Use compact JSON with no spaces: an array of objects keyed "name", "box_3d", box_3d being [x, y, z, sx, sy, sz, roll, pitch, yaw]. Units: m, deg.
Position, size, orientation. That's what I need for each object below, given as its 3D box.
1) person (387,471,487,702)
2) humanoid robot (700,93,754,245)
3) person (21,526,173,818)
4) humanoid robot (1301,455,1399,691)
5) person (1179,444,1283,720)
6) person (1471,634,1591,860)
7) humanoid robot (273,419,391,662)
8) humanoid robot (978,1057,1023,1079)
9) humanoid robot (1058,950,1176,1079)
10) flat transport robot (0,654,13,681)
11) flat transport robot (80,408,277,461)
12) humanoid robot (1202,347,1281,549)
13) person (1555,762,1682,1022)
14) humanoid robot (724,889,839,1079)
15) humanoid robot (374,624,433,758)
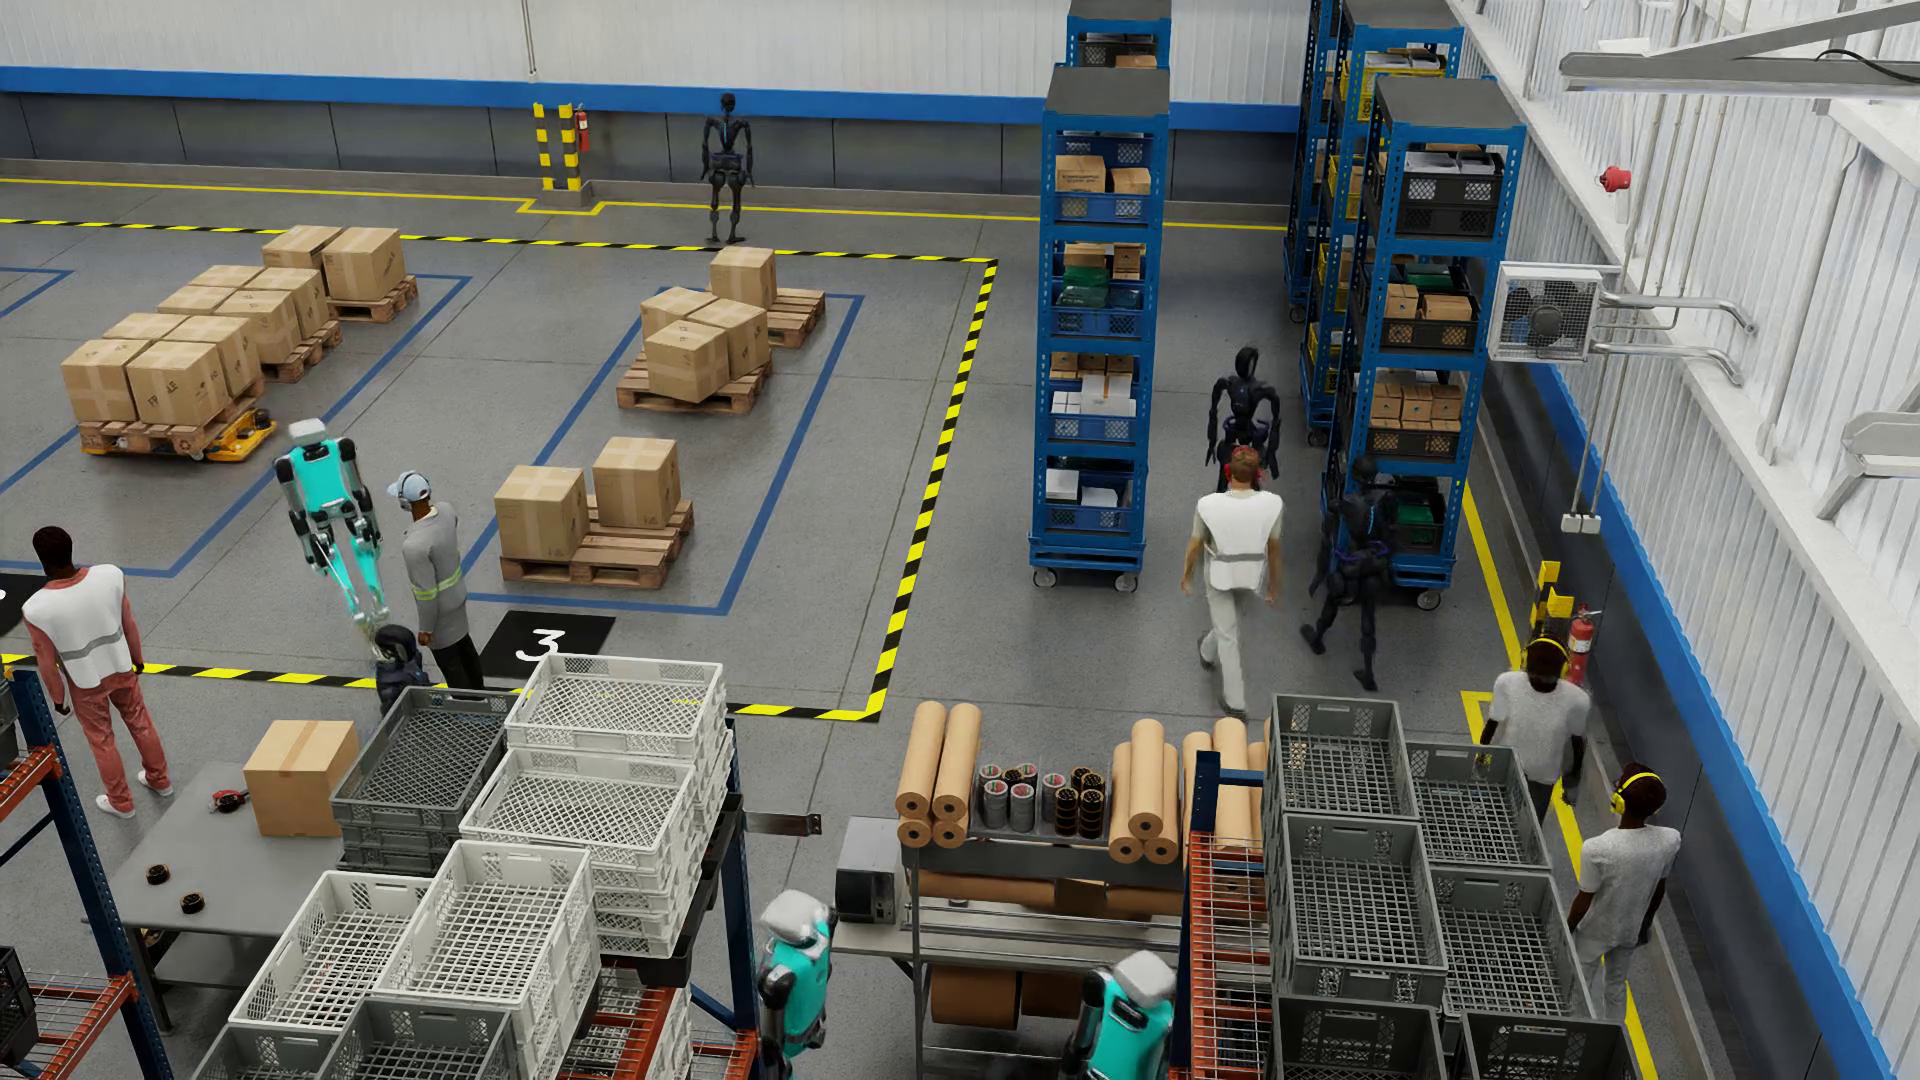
[{"name":"person","box_3d":[-3.287,0.393,10.425,0.390,1.849,0.594,3,30,5]},{"name":"humanoid robot","box_3d":[-2.574,-4.061,18.245,0.600,1.640,0.414,1,30,1]},{"name":"person","box_3d":[-5.036,0.776,9.717,0.394,1.911,0.579,22,37,33]},{"name":"humanoid robot","box_3d":[2.619,0.158,11.039,0.609,1.624,0.755,-9,31,-14]},{"name":"person","box_3d":[1.749,0.233,10.764,0.587,1.783,0.953,-6,31,-10]},{"name":"person","box_3d":[3.010,1.298,8.906,0.540,1.816,0.952,18,35,28]},{"name":"humanoid robot","box_3d":[-4.052,0.094,11.039,0.552,1.743,0.893,-22,37,-33]},{"name":"humanoid robot","box_3d":[0.157,2.714,6.619,0.593,1.654,0.547,12,32,20]},{"name":"humanoid robot","box_3d":[0.500,2.547,6.845,0.584,1.747,0.867,24,38,35]},{"name":"flat transport robot","box_3d":[-7.142,0.969,11.010,1.431,0.231,0.659,3,30,6]},{"name":"flat transport robot","box_3d":[-6.703,-0.943,14.265,1.431,0.197,0.652,3,30,6]},{"name":"humanoid robot","box_3d":[2.137,-0.702,12.523,0.593,1.622,0.774,14,33,22]},{"name":"person","box_3d":[3.072,1.839,7.923,0.506,1.872,0.329,-7,31,-11]},{"name":"humanoid robot","box_3d":[-0.906,2.245,7.415,0.750,1.836,0.541,12,32,20]},{"name":"humanoid robot","box_3d":[-3.078,1.156,9.336,0.752,1.634,0.603,1,30,2]}]
